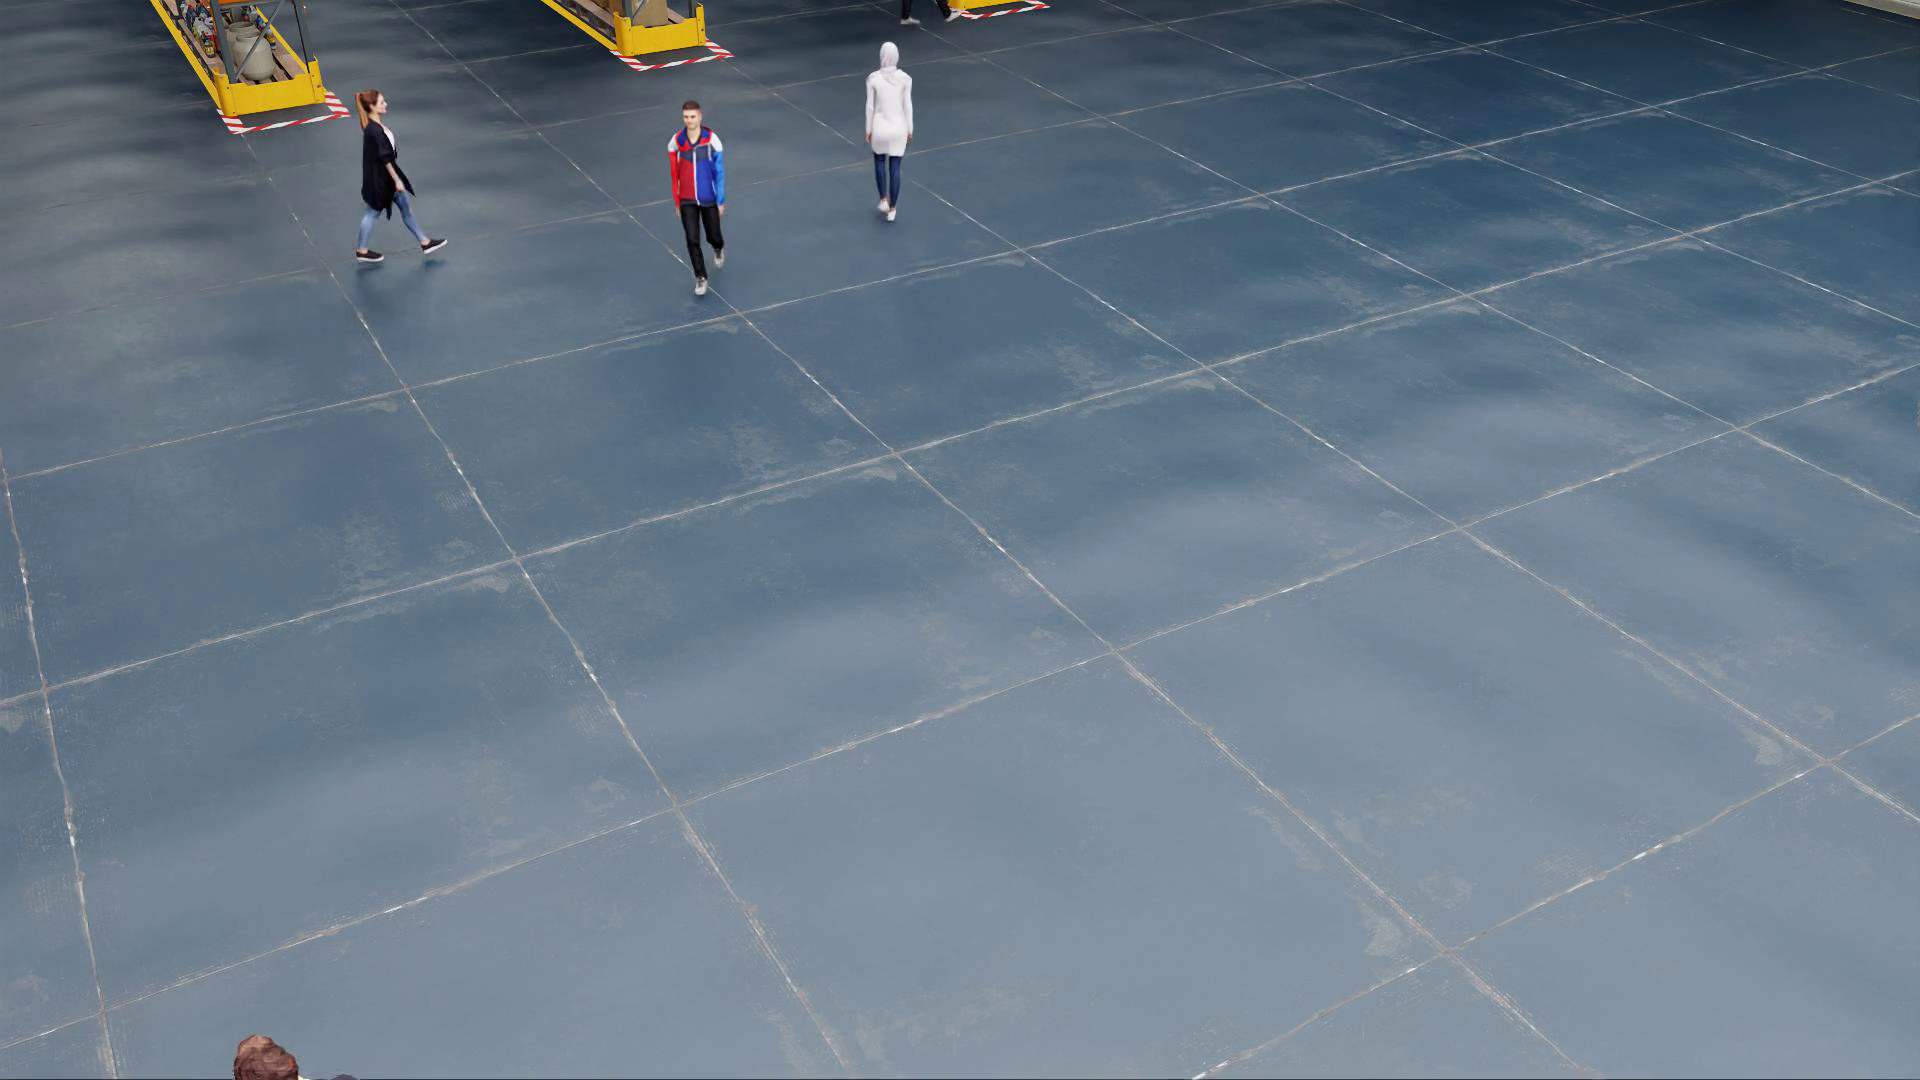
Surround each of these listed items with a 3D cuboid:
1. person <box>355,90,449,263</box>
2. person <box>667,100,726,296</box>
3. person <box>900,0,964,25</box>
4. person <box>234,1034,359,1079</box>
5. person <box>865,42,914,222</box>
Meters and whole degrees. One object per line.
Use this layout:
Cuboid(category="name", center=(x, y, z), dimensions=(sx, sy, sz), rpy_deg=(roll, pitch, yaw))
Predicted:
Cuboid(category="person", center=(-5.521, -3.371, 15.624), dimensions=(0.876, 1.638, 1.090), rpy_deg=(-9, 33, -14))
Cuboid(category="person", center=(-2.374, -3.144, 15.168), dimensions=(0.890, 1.742, 1.021), rpy_deg=(0, 32, -1))
Cuboid(category="person", center=(-0.582, -7.876, 22.692), dimensions=(0.773, 1.717, 1.068), rpy_deg=(-13, 35, -20))
Cuboid(category="person", center=(-2.194, 2.537, 5.964), dimensions=(1.298, 1.952, 1.048), rpy_deg=(23, 39, 31))
Cuboid(category="person", center=(-0.704, -4.026, 16.540), dimensions=(0.729, 1.769, 0.736), rpy_deg=(-2, 32, -3))
